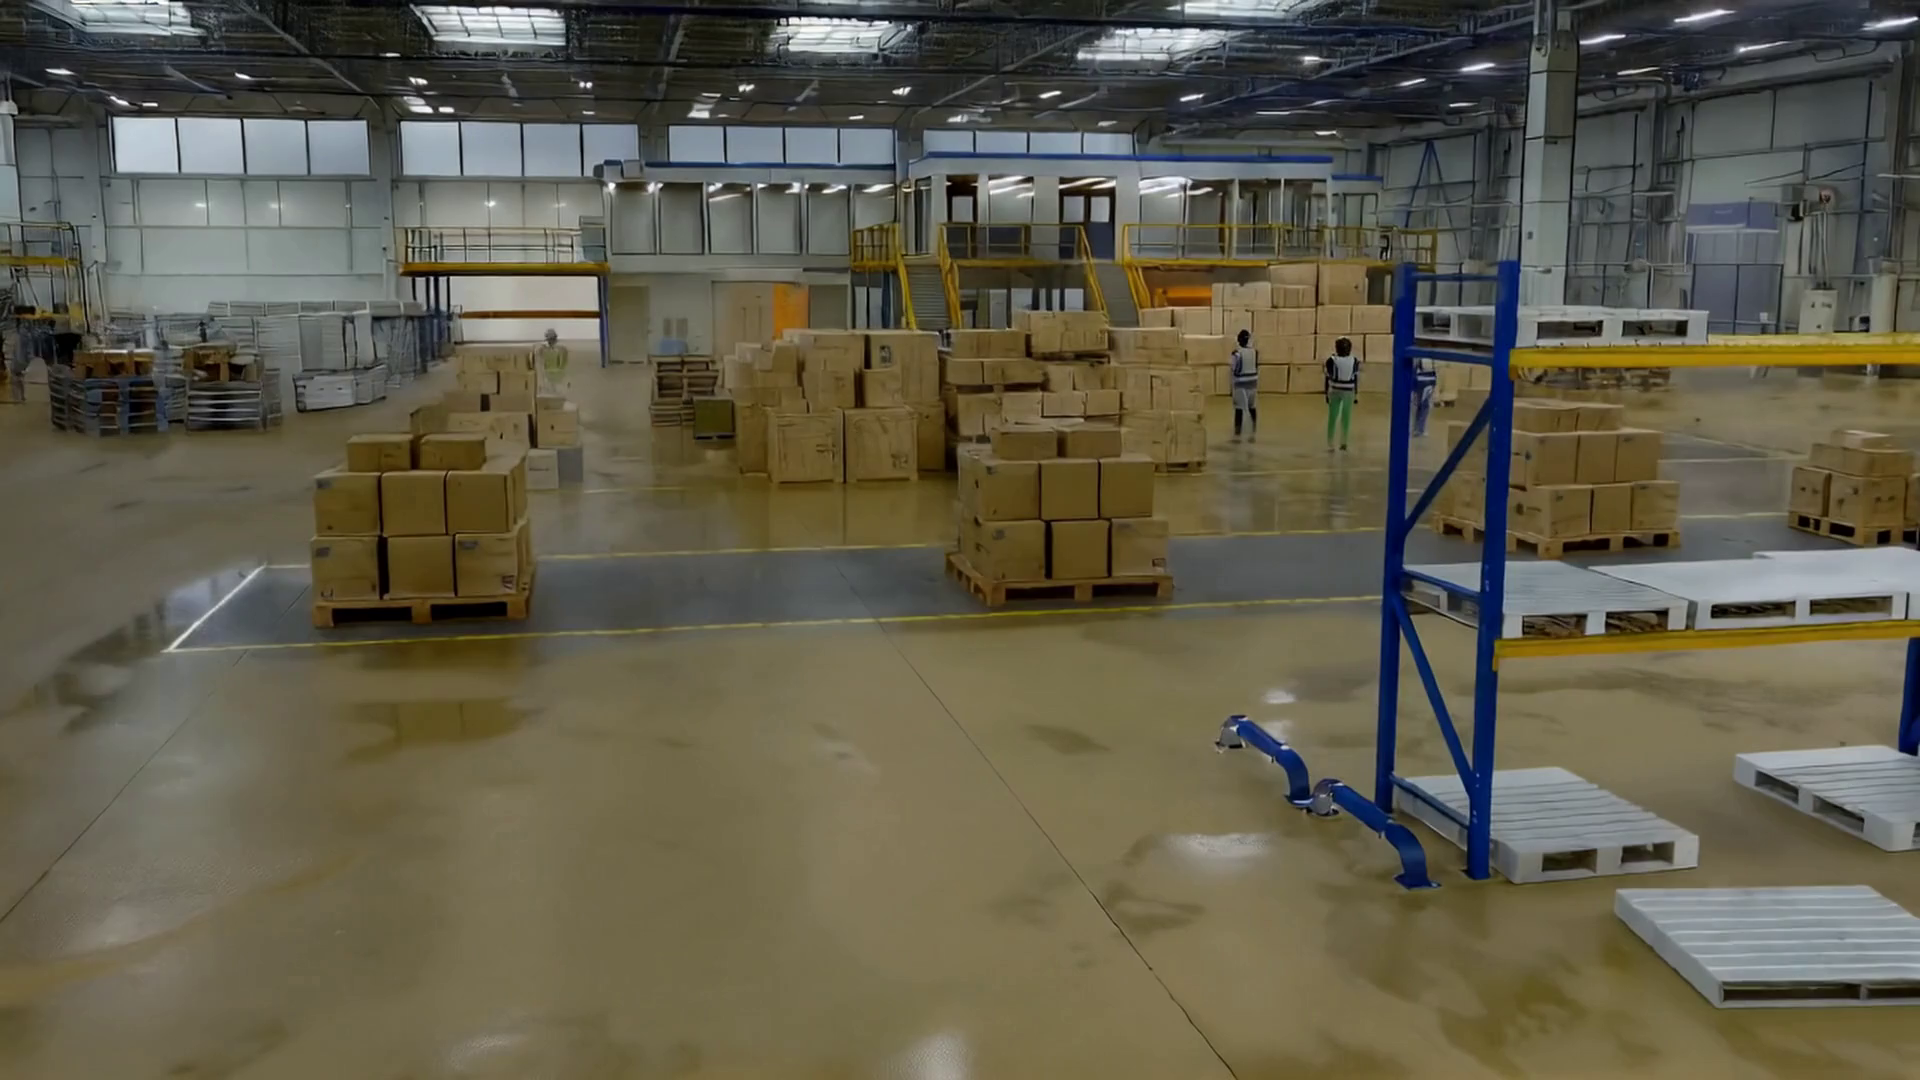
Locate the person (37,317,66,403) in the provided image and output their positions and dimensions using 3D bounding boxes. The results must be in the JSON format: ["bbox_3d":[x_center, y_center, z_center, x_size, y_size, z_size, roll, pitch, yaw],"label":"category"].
[{"bbox_3d":[-20.041,-3.976,36.811,0.586,1.904,0.596,2,10,14],"label":"person"}]

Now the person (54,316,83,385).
[{"bbox_3d":[-18.952,-3.779,35.429,0.619,1.975,0.658,0,9,2],"label":"person"}]

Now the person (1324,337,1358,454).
[{"bbox_3d":[6.141,-2.319,26.790,0.575,1.884,0.355,-3,10,-15],"label":"person"}]

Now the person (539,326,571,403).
[{"bbox_3d":[-7.425,-2.943,30.463,0.577,1.923,0.400,1,9,9],"label":"person"}]

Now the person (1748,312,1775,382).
[{"bbox_3d":[21.115,-5.093,43.824,0.429,1.843,0.631,-4,10,-23],"label":"person"}]

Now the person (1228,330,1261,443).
[{"bbox_3d":[4.867,-2.629,28.532,0.603,1.938,0.425,-4,10,-21],"label":"person"}]

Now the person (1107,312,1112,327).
[{"bbox_3d":[3.566,-4.608,40.680,0.645,1.897,0.609,-3,10,-17],"label":"person"}]

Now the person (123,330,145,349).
[{"bbox_3d":[-17.109,-3.492,34.474,0.441,1.698,0.541,6,11,30],"label":"person"}]

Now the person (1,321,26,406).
[{"bbox_3d":[-20.549,-3.818,36.076,0.588,1.835,0.403,6,11,31],"label":"person"}]

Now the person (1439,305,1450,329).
[{"bbox_3d":[14.960,-6.291,51.115,0.516,1.843,0.327,4,10,24],"label":"person"}]

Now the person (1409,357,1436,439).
[{"bbox_3d":[8.111,-2.706,29.138,0.573,1.887,0.355,-7,11,-35],"label":"person"}]
